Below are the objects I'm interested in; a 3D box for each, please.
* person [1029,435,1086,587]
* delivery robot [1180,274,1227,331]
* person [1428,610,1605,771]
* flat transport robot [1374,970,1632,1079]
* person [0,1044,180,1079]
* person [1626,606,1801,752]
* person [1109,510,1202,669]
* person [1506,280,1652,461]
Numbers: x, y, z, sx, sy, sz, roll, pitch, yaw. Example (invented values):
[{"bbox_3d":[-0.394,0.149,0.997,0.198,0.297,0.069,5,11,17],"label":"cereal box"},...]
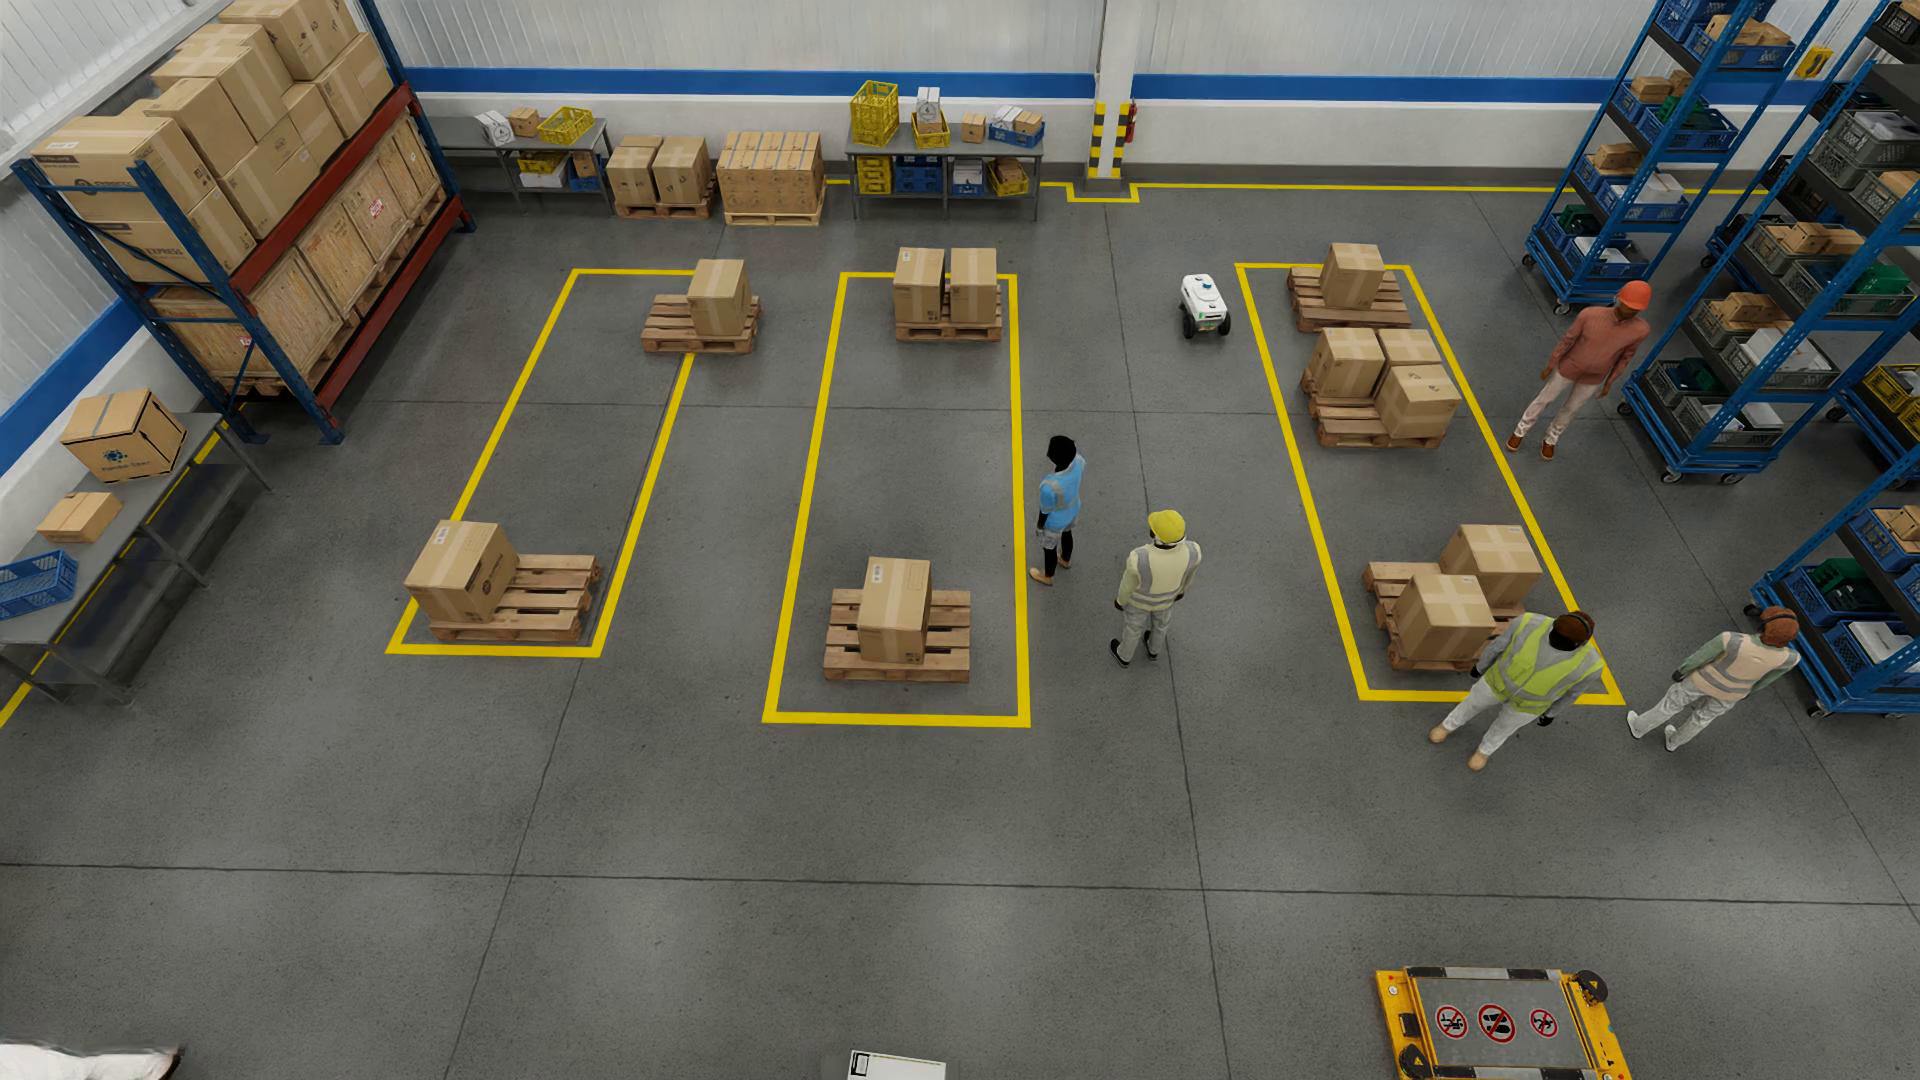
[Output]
[{"bbox_3d":[0.825,-0.234,7.750,0.318,1.693,0.532,33,58,24],"label":"person"},{"bbox_3d":[2.780,-2.745,10.466,0.477,0.478,0.707,-6,51,-5],"label":"delivery robot"},{"bbox_3d":[4.000,1.072,6.589,0.429,1.839,0.633,-36,59,-26],"label":"person"},{"bbox_3d":[3.501,3.133,5.914,1.431,0.197,0.652,1,51,1],"label":"flat transport robot"},{"bbox_3d":[-5.198,3.049,4.970,0.660,1.852,0.877,22,54,17],"label":"person"},{"bbox_3d":[5.548,1.052,6.739,0.514,1.634,0.313,19,53,15],"label":"person"},{"bbox_3d":[1.494,0.391,7.146,0.597,1.836,0.404,-11,52,-9],"label":"person"},{"bbox_3d":[5.870,-1.590,8.658,0.622,1.997,0.371,20,54,16],"label":"person"}]
